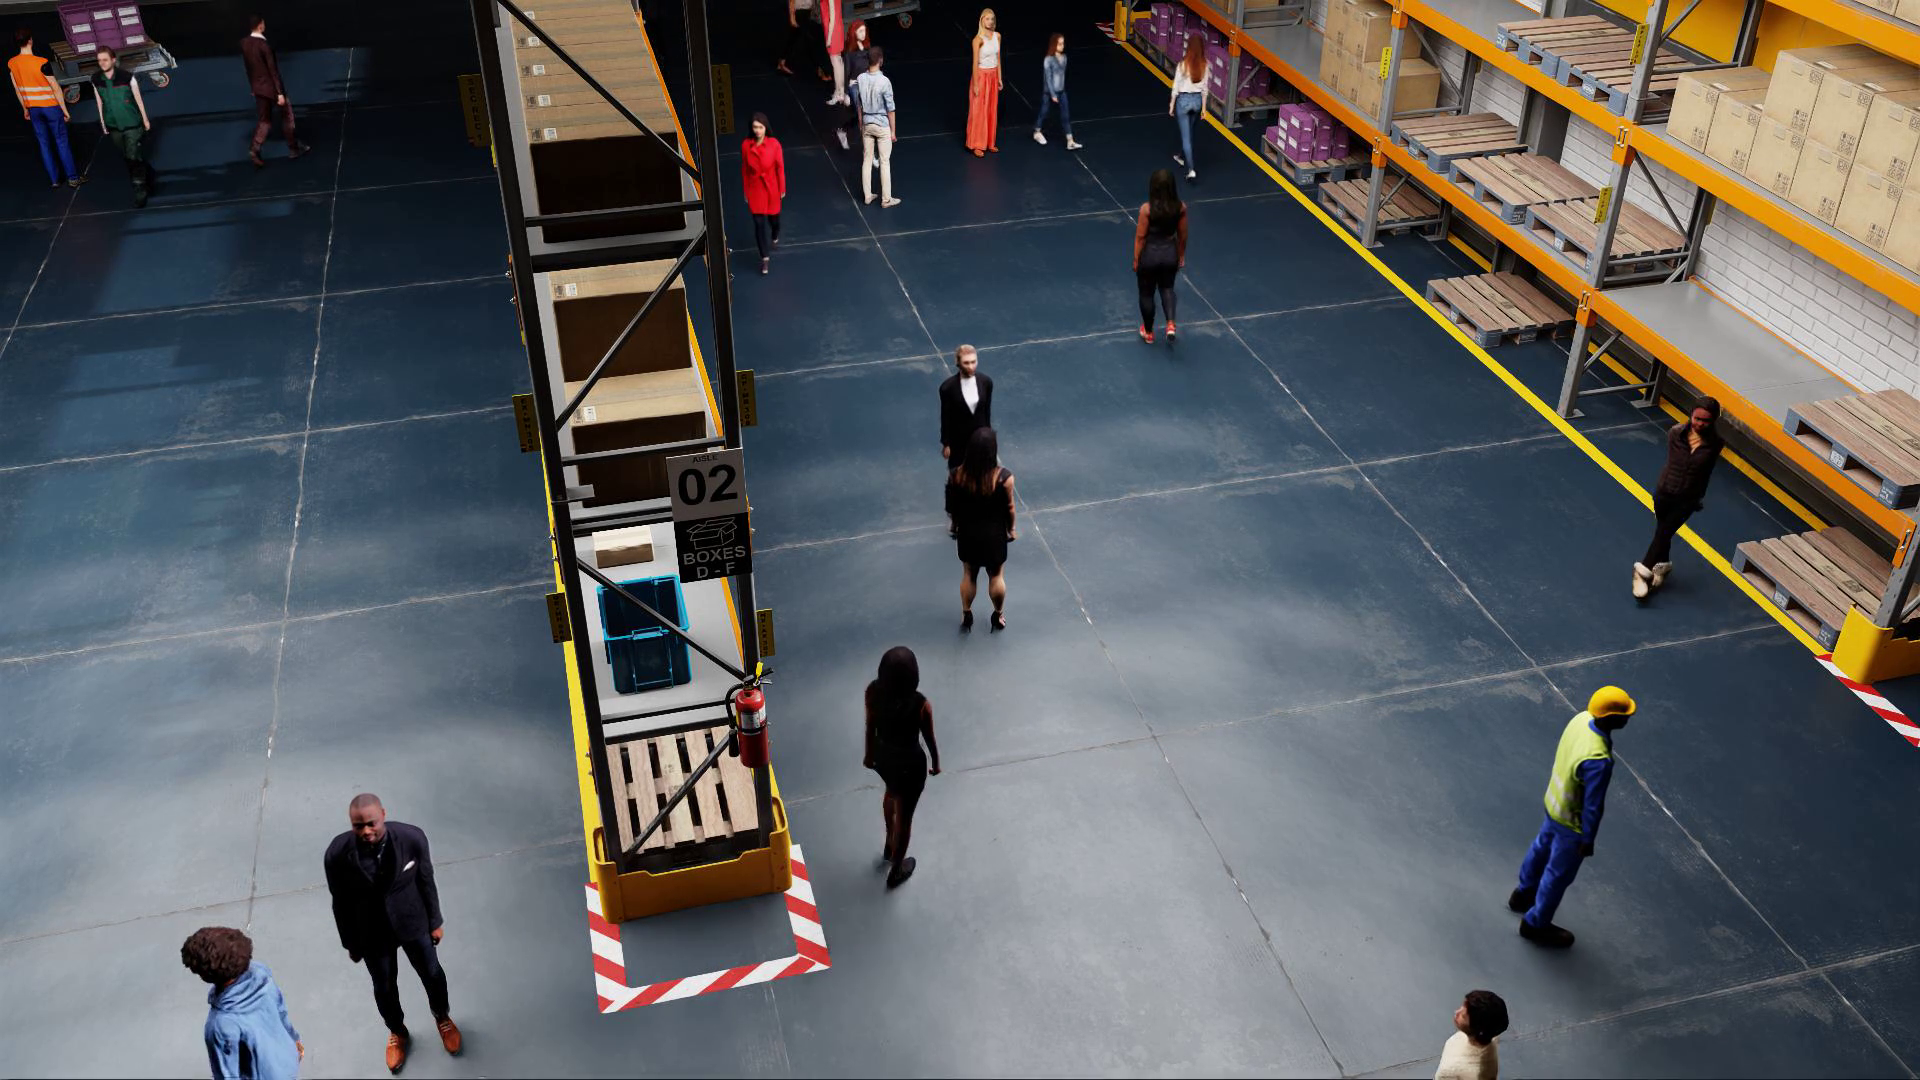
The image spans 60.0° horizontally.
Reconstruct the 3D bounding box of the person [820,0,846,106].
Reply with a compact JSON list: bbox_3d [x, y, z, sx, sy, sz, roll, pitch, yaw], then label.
[{"bbox_3d":[-1.673,-6.733,22.134,0.717,1.826,0.574,4,34,6],"label":"person"}]

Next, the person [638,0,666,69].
[{"bbox_3d":[-4.344,-7.439,23.266,0.920,1.749,0.870,27,42,34],"label":"person"}]

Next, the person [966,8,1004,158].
[{"bbox_3d":[0.316,-5.661,20.544,0.726,1.801,0.731,-27,42,-34],"label":"person"}]

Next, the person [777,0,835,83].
[{"bbox_3d":[-2.273,-7.234,22.928,1.150,1.782,1.161,14,36,20],"label":"person"}]

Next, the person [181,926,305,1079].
[{"bbox_3d":[-3.307,2.618,8.120,1.034,1.766,1.192,-1,34,-2],"label":"person"}]

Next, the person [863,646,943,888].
[{"bbox_3d":[-0.413,1.406,9.982,0.755,1.724,0.813,16,37,23],"label":"person"}]

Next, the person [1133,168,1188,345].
[{"bbox_3d":[1.934,-2.684,16.063,0.663,1.804,0.790,-7,34,-10],"label":"person"}]

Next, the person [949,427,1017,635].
[{"bbox_3d":[0.166,-0.056,12.187,0.738,1.718,0.738,5,34,8],"label":"person"}]

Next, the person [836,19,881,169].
[{"bbox_3d":[-1.267,-5.464,20.292,0.948,1.752,1.249,-25,41,-32],"label":"person"}]

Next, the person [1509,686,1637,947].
[{"bbox_3d":[3.550,1.566,9.665,0.804,1.809,0.647,2,34,3],"label":"person"}]

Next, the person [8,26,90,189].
[{"bbox_3d":[-10.809,-5.090,19.609,0.748,1.885,0.712,0,34,-1],"label":"person"}]

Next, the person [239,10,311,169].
[{"bbox_3d":[-8.456,-5.449,20.189,1.099,1.840,1.226,13,36,19],"label":"person"}]

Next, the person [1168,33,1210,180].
[{"bbox_3d":[2.763,-5.146,19.867,0.601,1.693,1.099,-7,34,-10],"label":"person"}]

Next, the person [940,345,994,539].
[{"bbox_3d":[0.051,-0.798,13.314,0.622,1.706,0.544,-12,35,-17],"label":"person"}]

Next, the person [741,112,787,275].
[{"bbox_3d":[-2.078,-3.728,17.697,0.757,1.733,0.943,1,34,2],"label":"person"}]

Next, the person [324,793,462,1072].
[{"bbox_3d":[-3.029,2.064,8.906,0.712,1.818,0.624,-12,35,-17],"label":"person"}]

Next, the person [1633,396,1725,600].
[{"bbox_3d":[5.550,-0.334,12.681,0.905,1.635,0.808,-5,34,-8],"label":"person"}]

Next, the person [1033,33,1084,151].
[{"bbox_3d":[1.116,-5.596,20.772,0.837,1.440,1.102,-26,41,-33],"label":"person"}]

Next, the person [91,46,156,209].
[{"bbox_3d":[-9.661,-4.832,19.289,0.801,1.810,1.196,-2,34,-3],"label":"person"}]

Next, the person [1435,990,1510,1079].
[{"bbox_3d":[2.478,2.773,8.061,0.885,1.574,0.869,10,35,15],"label":"person"}]

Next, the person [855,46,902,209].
[{"bbox_3d":[-0.965,-4.756,19.141,0.715,1.847,0.779,18,38,25],"label":"person"}]
